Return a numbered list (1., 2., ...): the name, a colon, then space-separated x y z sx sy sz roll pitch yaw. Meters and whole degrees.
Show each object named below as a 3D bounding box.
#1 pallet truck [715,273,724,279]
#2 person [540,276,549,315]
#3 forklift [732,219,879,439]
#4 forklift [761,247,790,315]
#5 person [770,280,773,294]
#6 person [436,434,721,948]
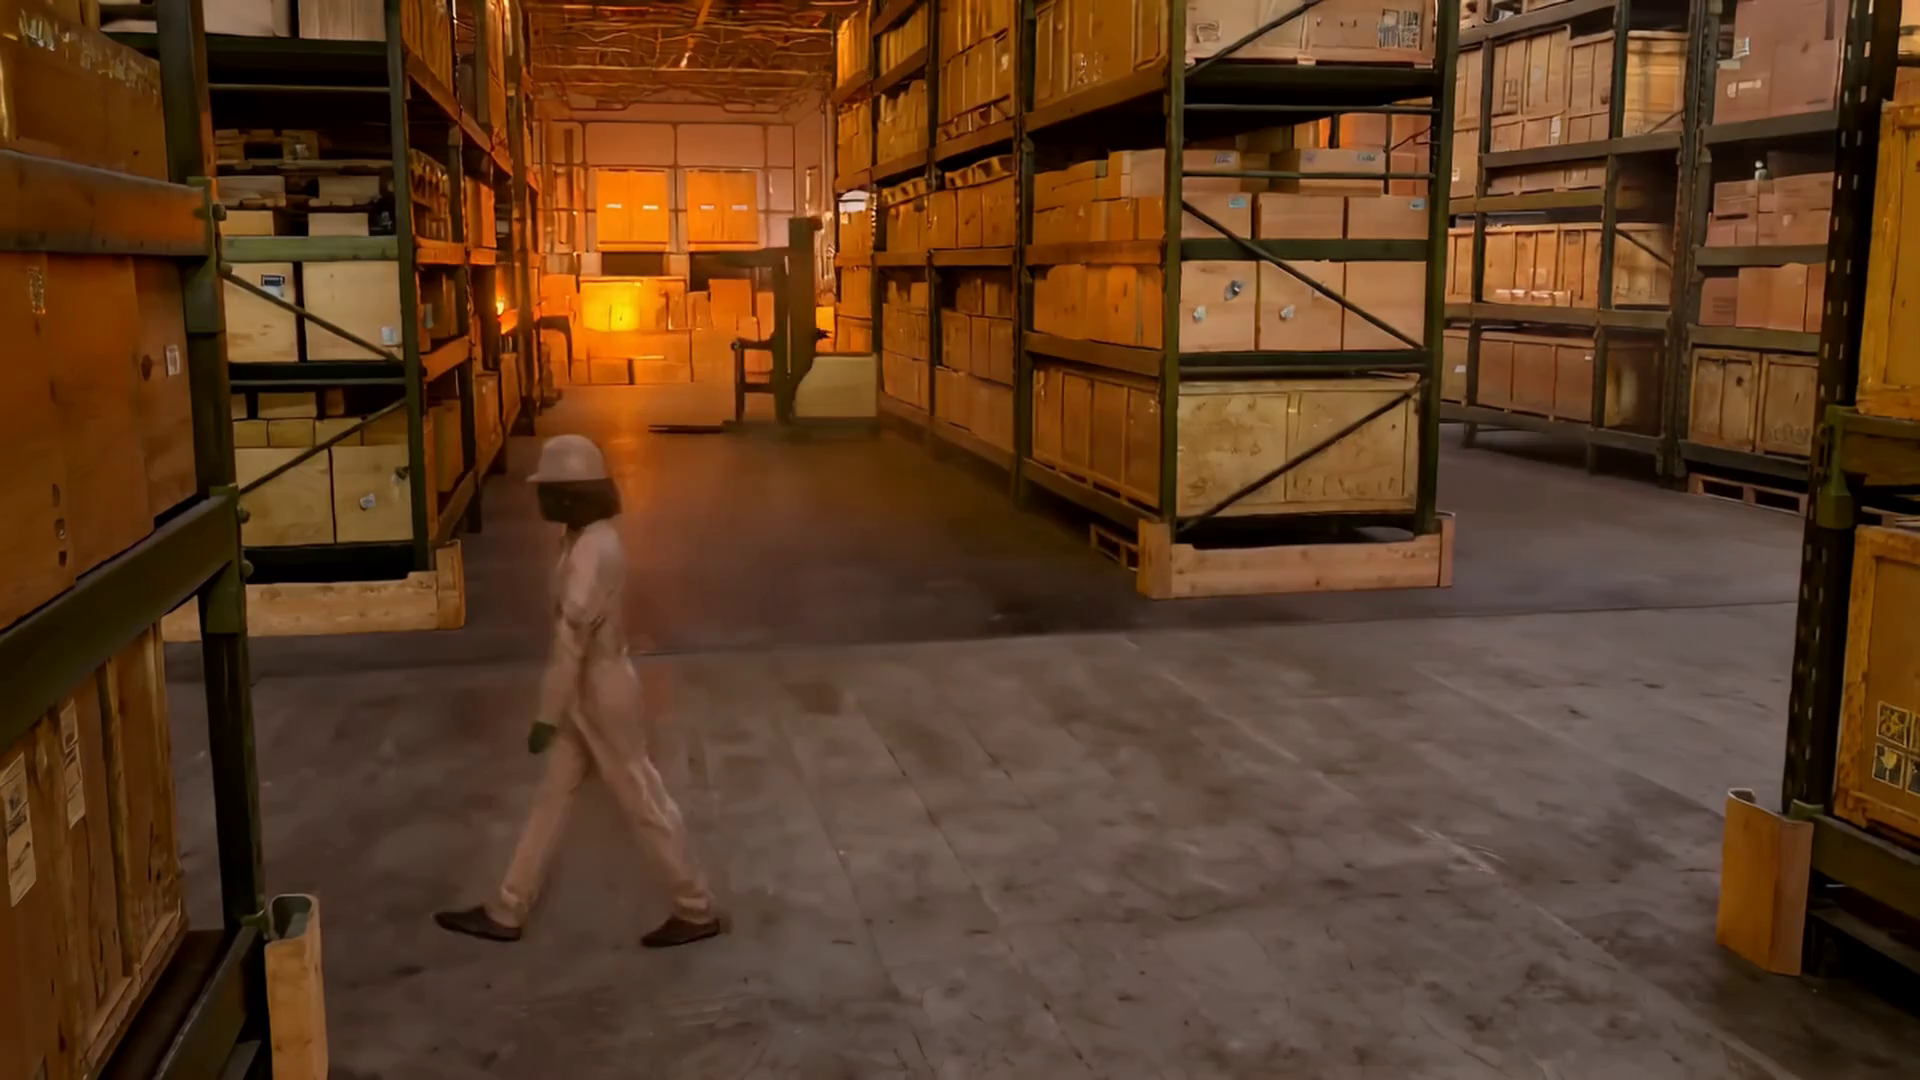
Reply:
1. pallet truck: -8.580 -8.986 62.280 1.885 1.965 0.823 1 9 5
2. person: -14.201 -7.983 56.411 0.442 1.915 0.633 4 10 23
3. forklift: -2.004 -2.741 21.532 1.873 2.768 1.129 -1 9 -4
4. forklift: -5.458 -7.384 49.829 1.129 2.768 1.873 -2 10 -12
5. person: -4.606 -5.657 42.245 0.819 1.908 0.648 1 9 7
6. person: -1.214 0.508 5.337 0.915 1.693 0.495 -3 10 -16
